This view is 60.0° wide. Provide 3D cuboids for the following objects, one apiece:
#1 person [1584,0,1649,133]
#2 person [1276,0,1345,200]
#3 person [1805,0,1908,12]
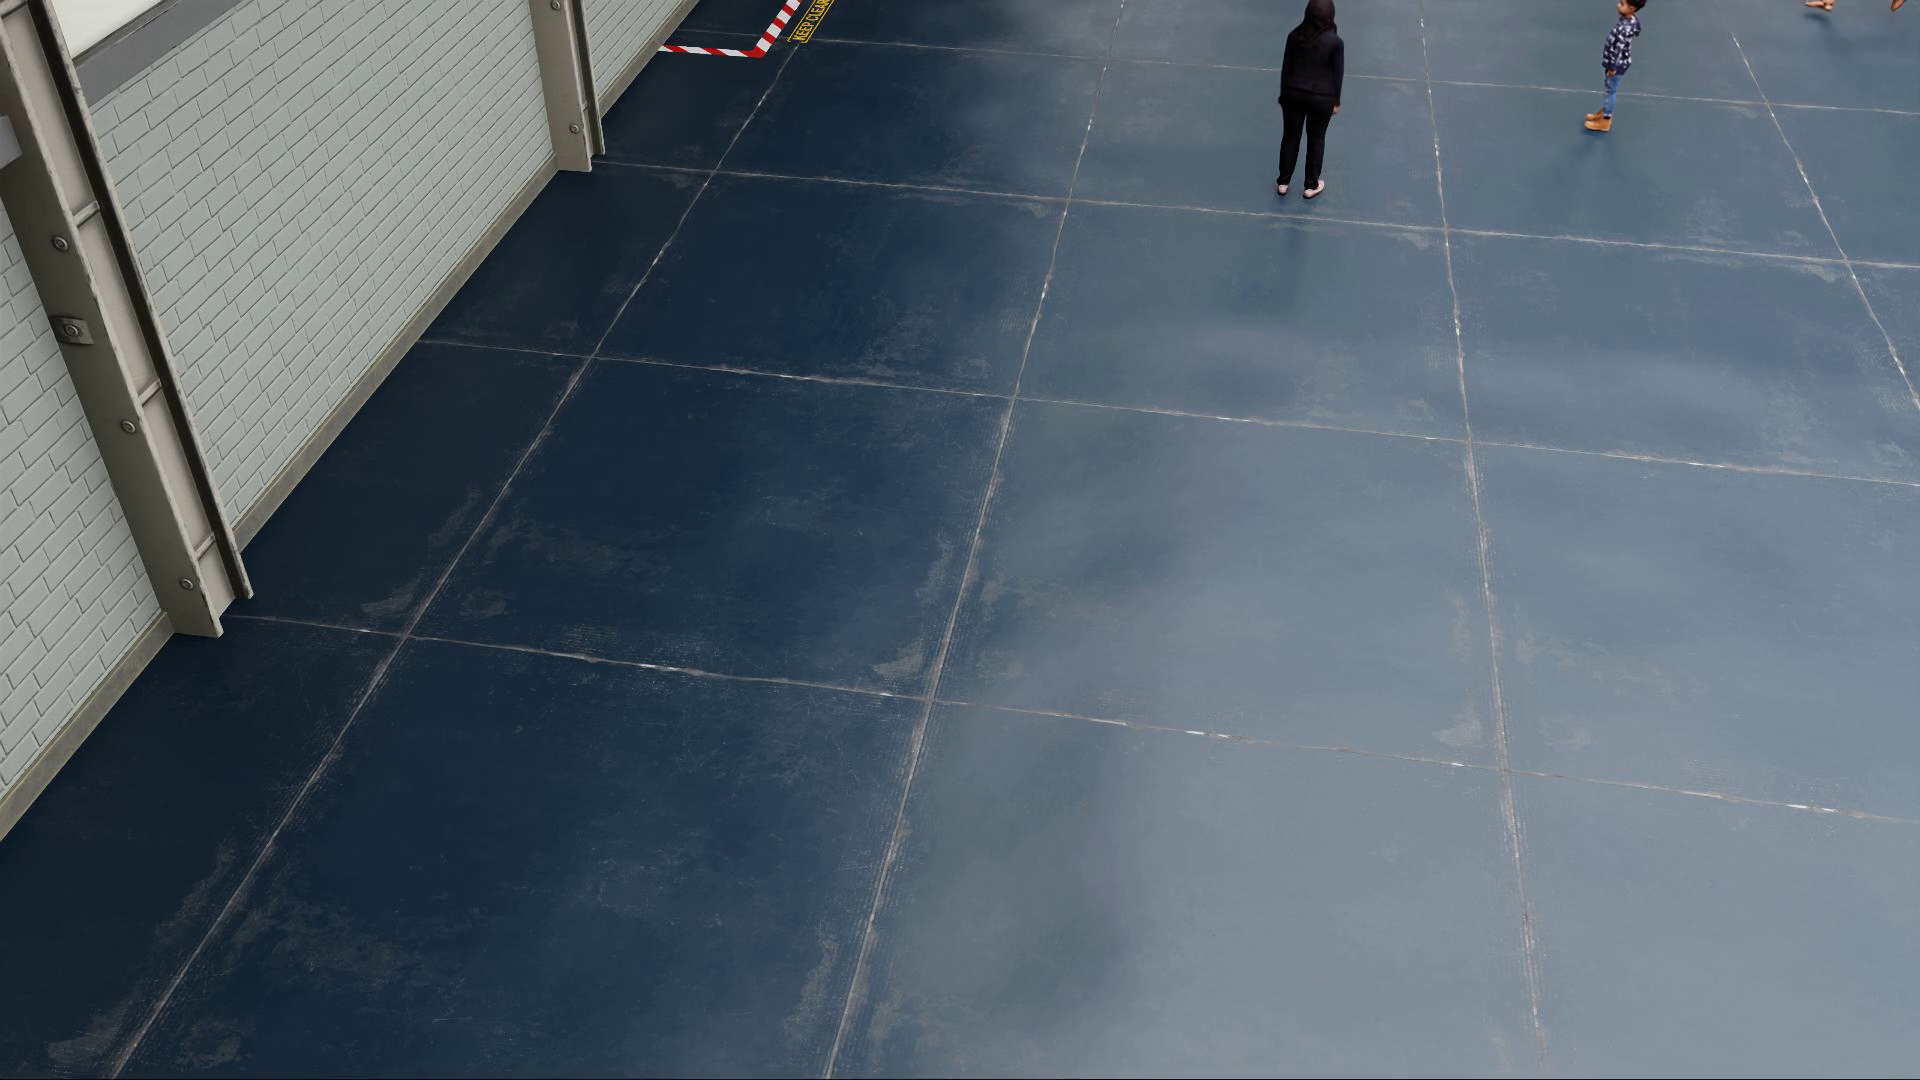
[{"bbox_3d":[5.658,-4.146,14.296,0.581,1.251,0.468,12,40,15],"label":"person"},{"bbox_3d":[2.762,-3.508,13.184,0.710,1.615,0.696,15,40,18],"label":"person"},{"bbox_3d":[8.970,-5.963,16.190,0.930,1.778,1.146,20,42,23],"label":"person"}]
